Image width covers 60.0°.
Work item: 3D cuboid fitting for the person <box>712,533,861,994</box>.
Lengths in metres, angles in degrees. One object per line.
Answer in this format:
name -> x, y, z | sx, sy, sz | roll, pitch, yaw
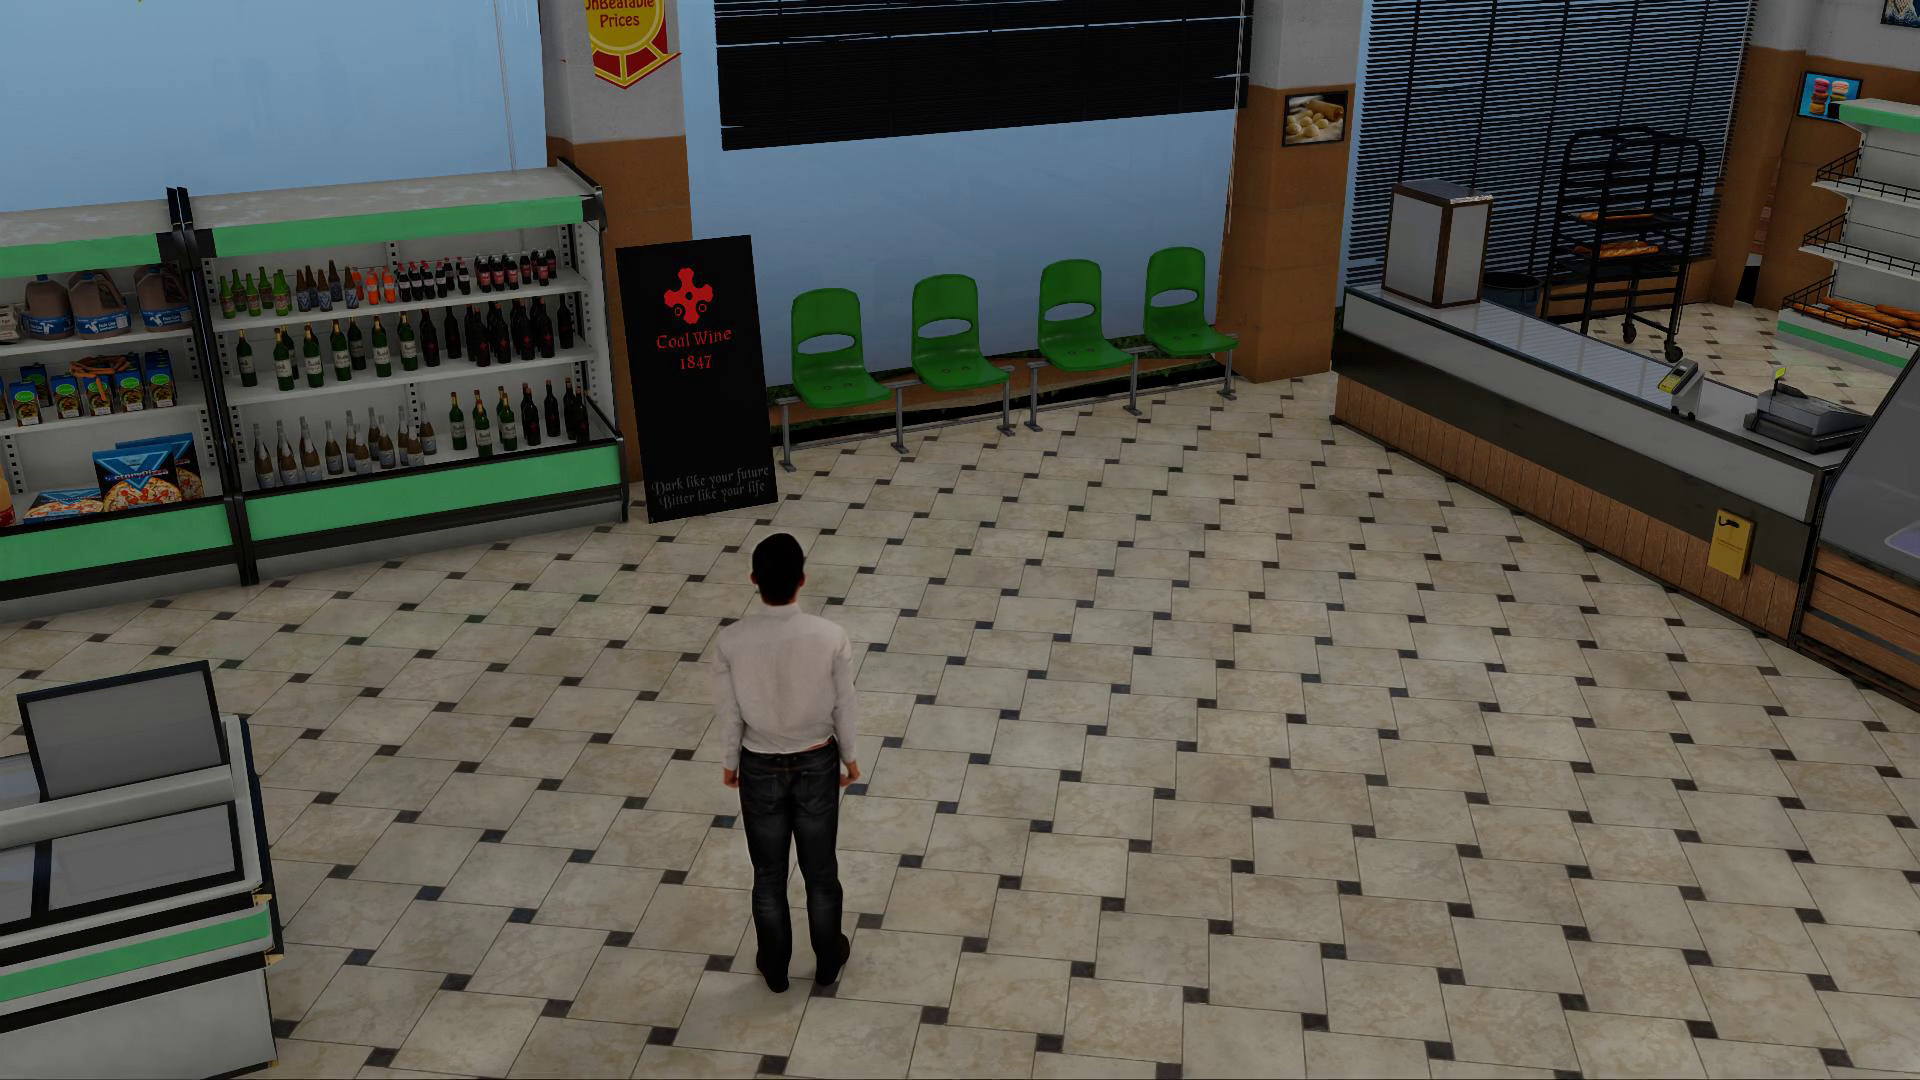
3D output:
person -> -0.616, 0.821, 5.988 | 0.624, 1.811, 0.785 | -2, 24, -5
